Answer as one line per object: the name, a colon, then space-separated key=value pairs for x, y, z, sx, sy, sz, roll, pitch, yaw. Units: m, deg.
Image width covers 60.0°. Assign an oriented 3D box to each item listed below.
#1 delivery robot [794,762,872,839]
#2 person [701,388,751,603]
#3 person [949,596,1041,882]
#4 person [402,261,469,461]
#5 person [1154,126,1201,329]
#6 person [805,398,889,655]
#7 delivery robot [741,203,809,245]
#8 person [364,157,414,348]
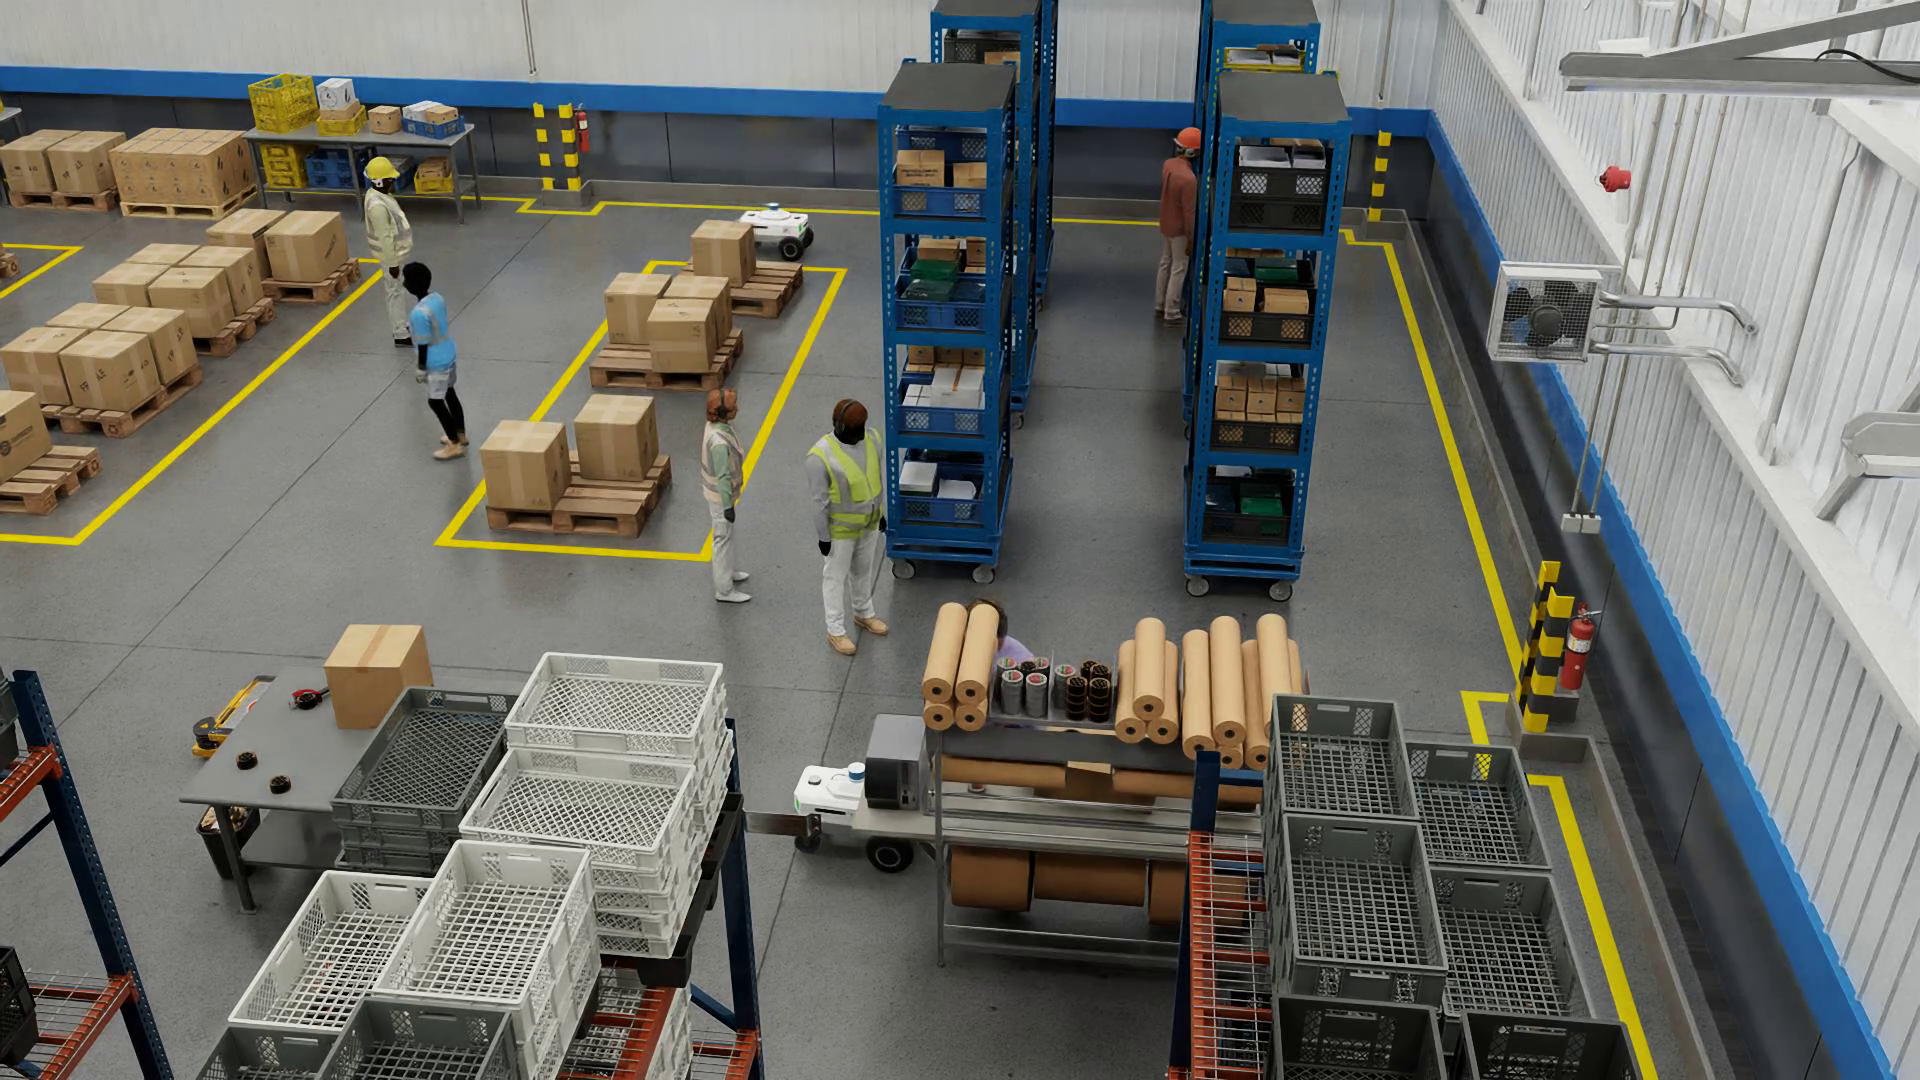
delivery robot: x=-0.594 y=1.514 z=9.675 sx=0.707 sy=0.478 sz=0.477 roll=6 pitch=31 yaw=10
person: x=-1.679 y=-0.327 z=11.866 sx=0.315 sy=1.632 sz=0.520 roll=-5 pitch=31 yaw=-8
person: x=0.152 y=1.112 z=9.103 sx=0.631 sy=1.931 sz=0.367 roll=17 pitch=34 yaw=27
person: x=-4.349 y=-1.498 z=13.821 sx=0.322 sy=1.687 sz=0.546 roll=-1 pitch=30 yaw=-1
person: x=2.143 y=-3.039 z=16.180 sx=0.412 sy=1.984 sz=0.624 roll=-9 pitch=32 yaw=-16
person: x=-0.731 y=-0.114 z=11.295 sx=0.429 sy=1.841 sz=0.625 roll=25 pitch=38 yaw=36
delivery robot: x=-2.025 y=-3.440 z=18.184 sx=0.707 sy=0.478 sz=0.477 roll=5 pitch=31 yaw=9
person: x=-5.392 y=-2.743 z=15.816 sx=0.403 sy=1.830 sz=0.599 roll=-9 pitch=31 yaw=-15
